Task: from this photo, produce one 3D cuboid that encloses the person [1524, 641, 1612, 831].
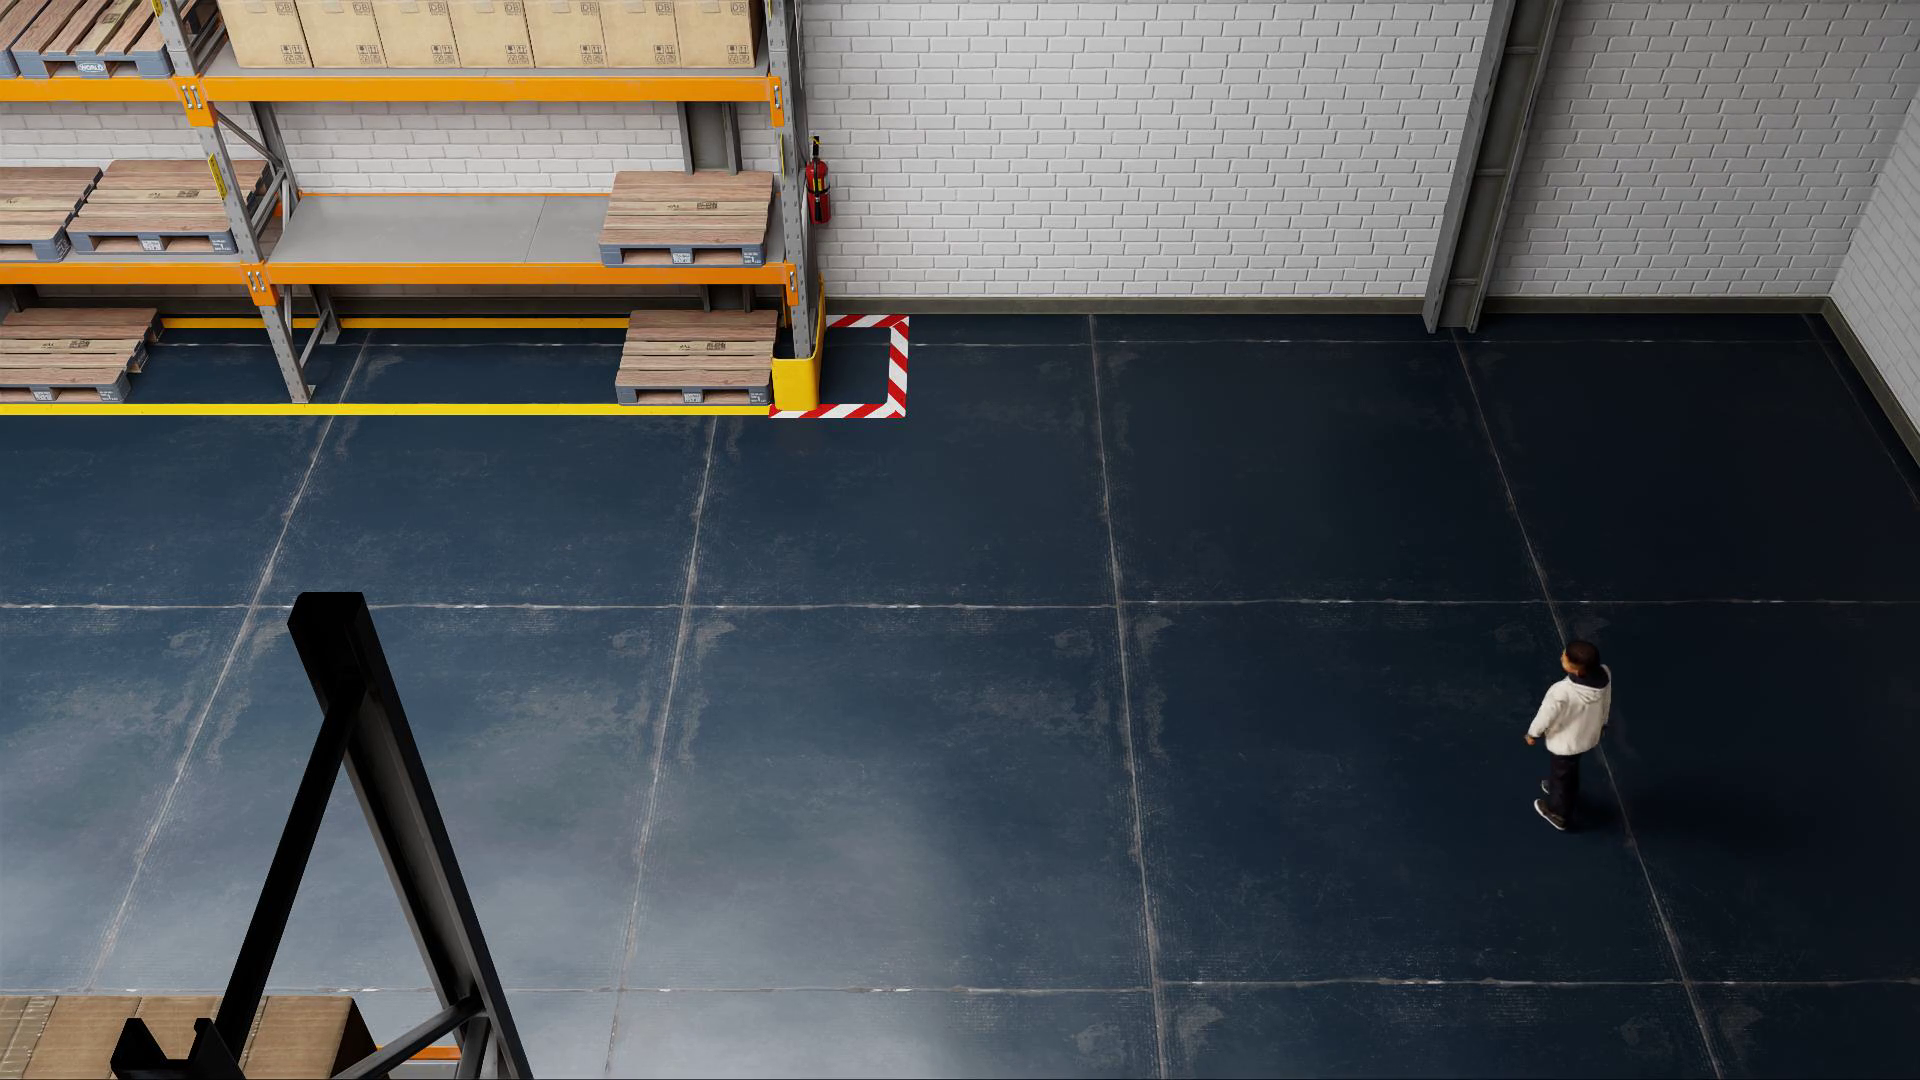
[{"bbox_3d":[3.636,1.170,9.740,0.695,1.421,0.780,-14,45,-14],"label":"person"}]
